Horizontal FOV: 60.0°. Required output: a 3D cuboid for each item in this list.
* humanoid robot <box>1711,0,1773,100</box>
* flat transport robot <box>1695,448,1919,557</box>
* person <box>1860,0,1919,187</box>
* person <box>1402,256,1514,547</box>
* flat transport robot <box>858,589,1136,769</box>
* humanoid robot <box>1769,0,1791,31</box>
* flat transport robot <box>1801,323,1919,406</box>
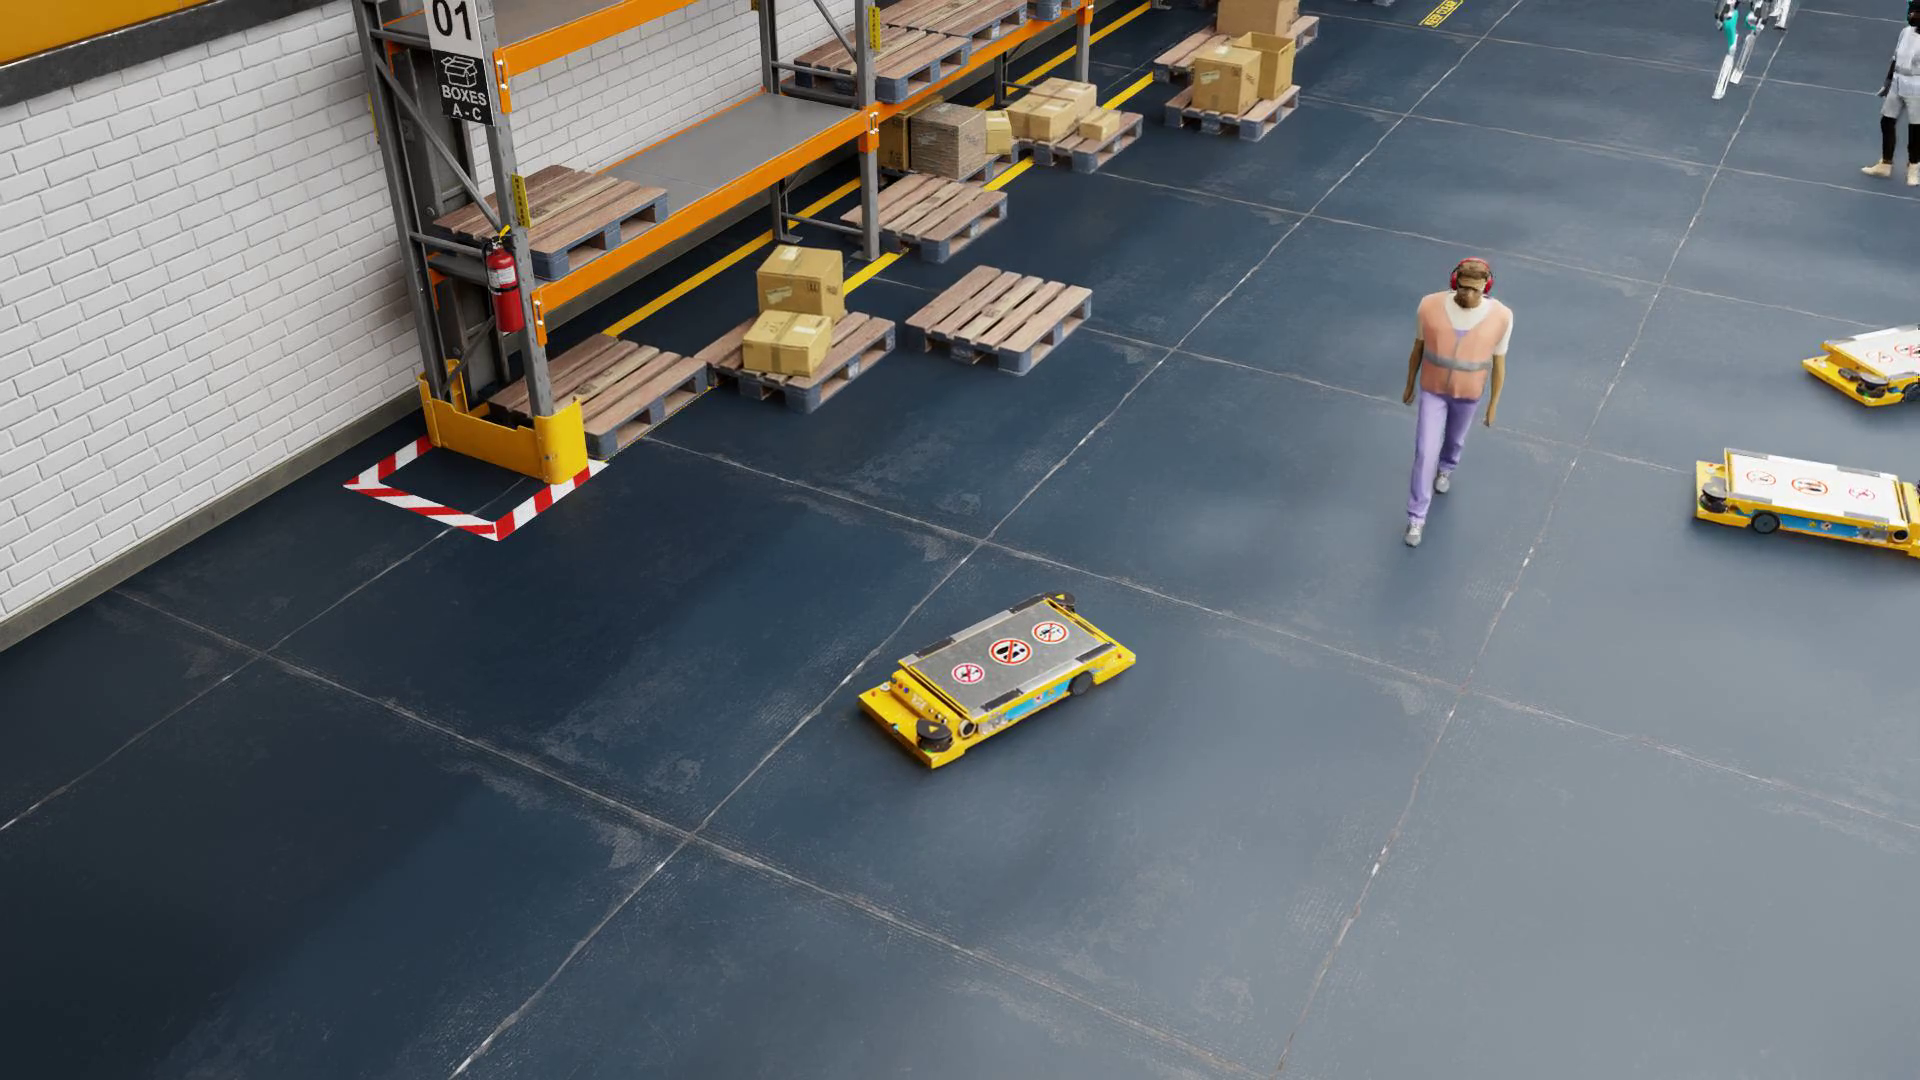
[{"bbox_3d":[8.074,-5.437,17.093,0.550,1.763,1.044,21,39,29],"label":"humanoid robot"},{"bbox_3d":[5.426,-0.237,10.507,1.431,0.231,0.659,11,35,16],"label":"flat transport robot"},{"bbox_3d":[8.623,-4.057,15.023,0.448,1.659,0.598,-7,34,-11],"label":"person"},{"bbox_3d":[3.018,-0.937,10.185,0.566,1.795,0.947,10,35,14],"label":"person"},{"bbox_3d":[0.216,0.727,9.048,1.431,0.231,0.659,-23,40,-31],"label":"flat transport robot"},{"bbox_3d":[9.622,-6.690,18.946,0.583,1.733,1.006,16,37,22],"label":"humanoid robot"},{"bbox_3d":[6.945,-1.294,12.106,1.431,0.231,0.659,-11,35,-16],"label":"flat transport robot"}]
